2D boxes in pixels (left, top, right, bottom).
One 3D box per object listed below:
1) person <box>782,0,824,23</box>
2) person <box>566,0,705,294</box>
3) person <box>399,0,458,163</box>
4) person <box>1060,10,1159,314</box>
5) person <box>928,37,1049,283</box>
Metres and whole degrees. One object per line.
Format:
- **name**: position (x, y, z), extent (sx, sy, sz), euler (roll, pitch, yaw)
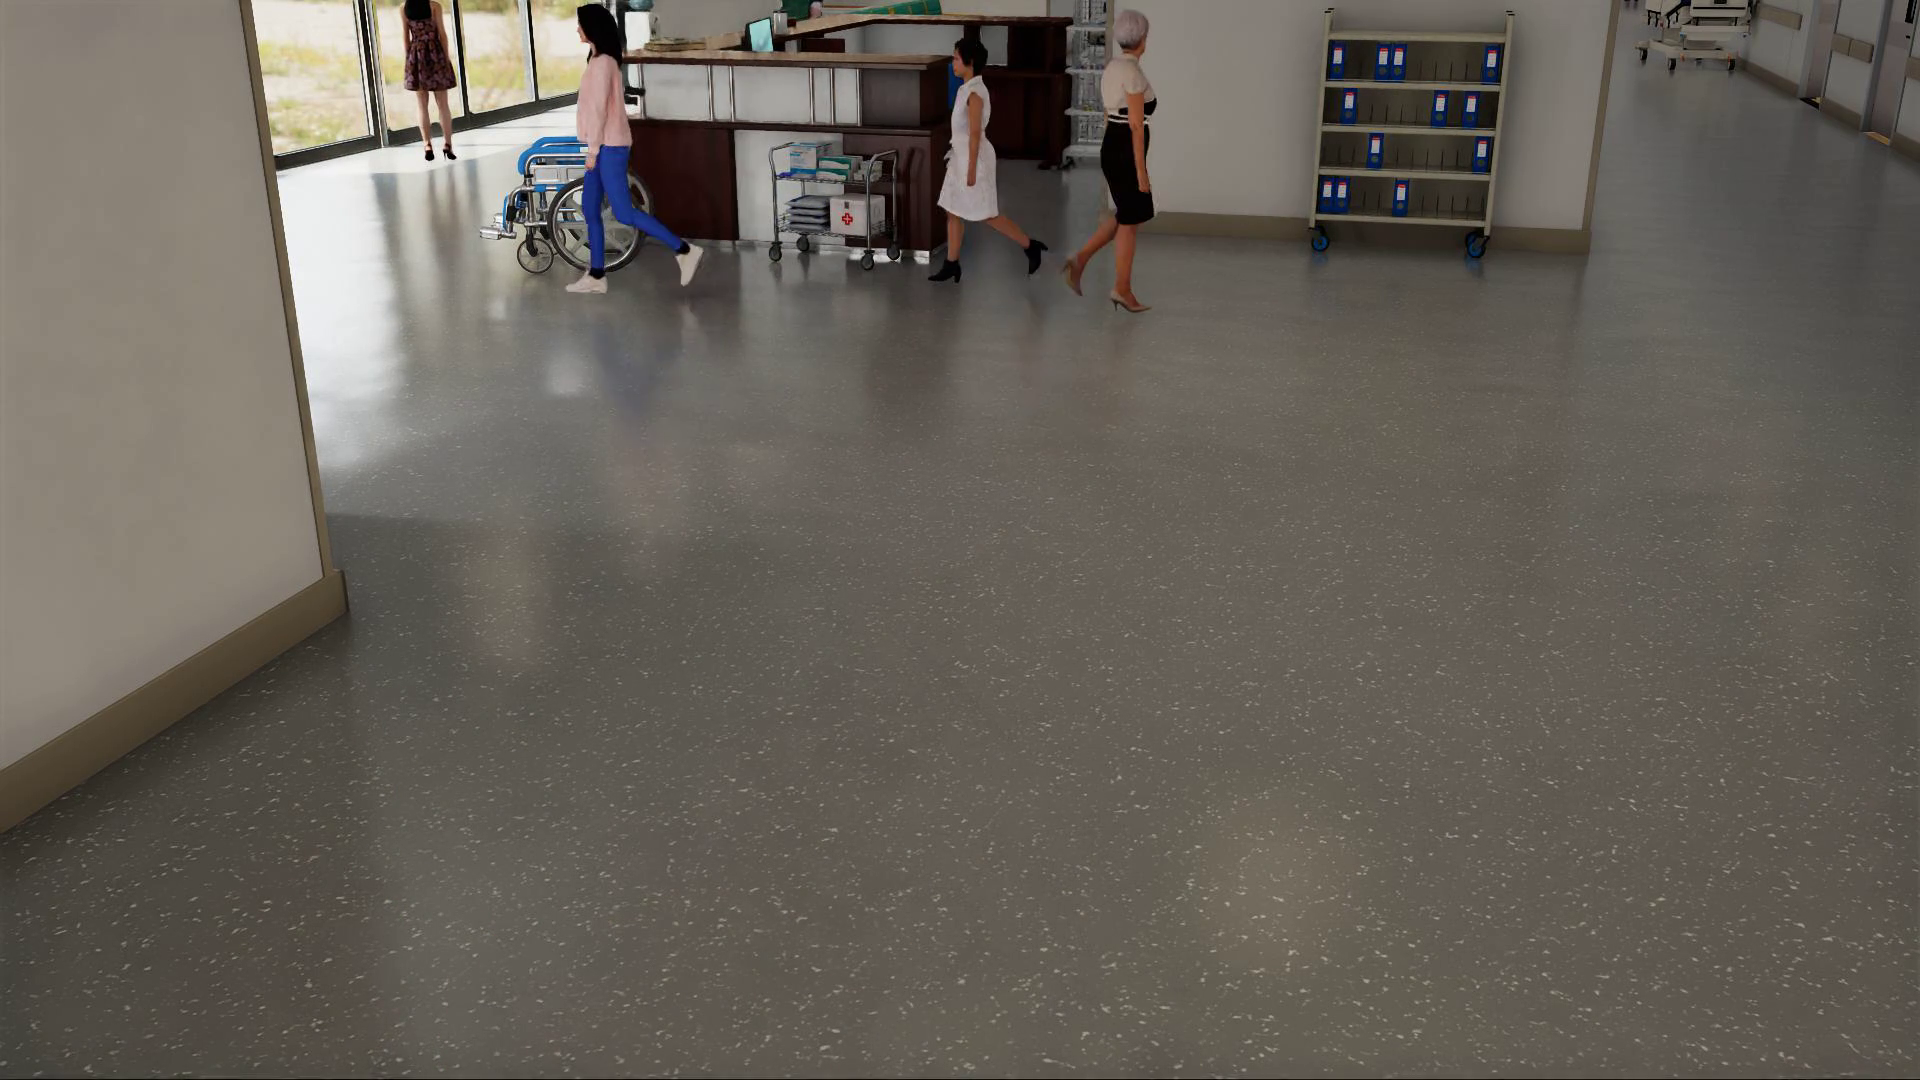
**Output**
- **person**: position (-1.577, -4.764, 16.425), extent (0.760, 1.829, 0.803), euler (11, 23, 26)
- **person**: position (-2.052, -2.349, 10.186), extent (1.190, 1.733, 0.919), euler (-4, 21, -10)
- **person**: position (-5.079, -4.523, 15.869), extent (0.717, 1.773, 0.814), euler (-1, 21, -4)
- **person**: position (0.864, -2.176, 9.727), extent (0.943, 1.733, 0.833), euler (-2, 21, -6)
- **person**: position (0.172, -2.352, 10.485), extent (1.050, 1.526, 0.748), euler (-1, 21, -4)
